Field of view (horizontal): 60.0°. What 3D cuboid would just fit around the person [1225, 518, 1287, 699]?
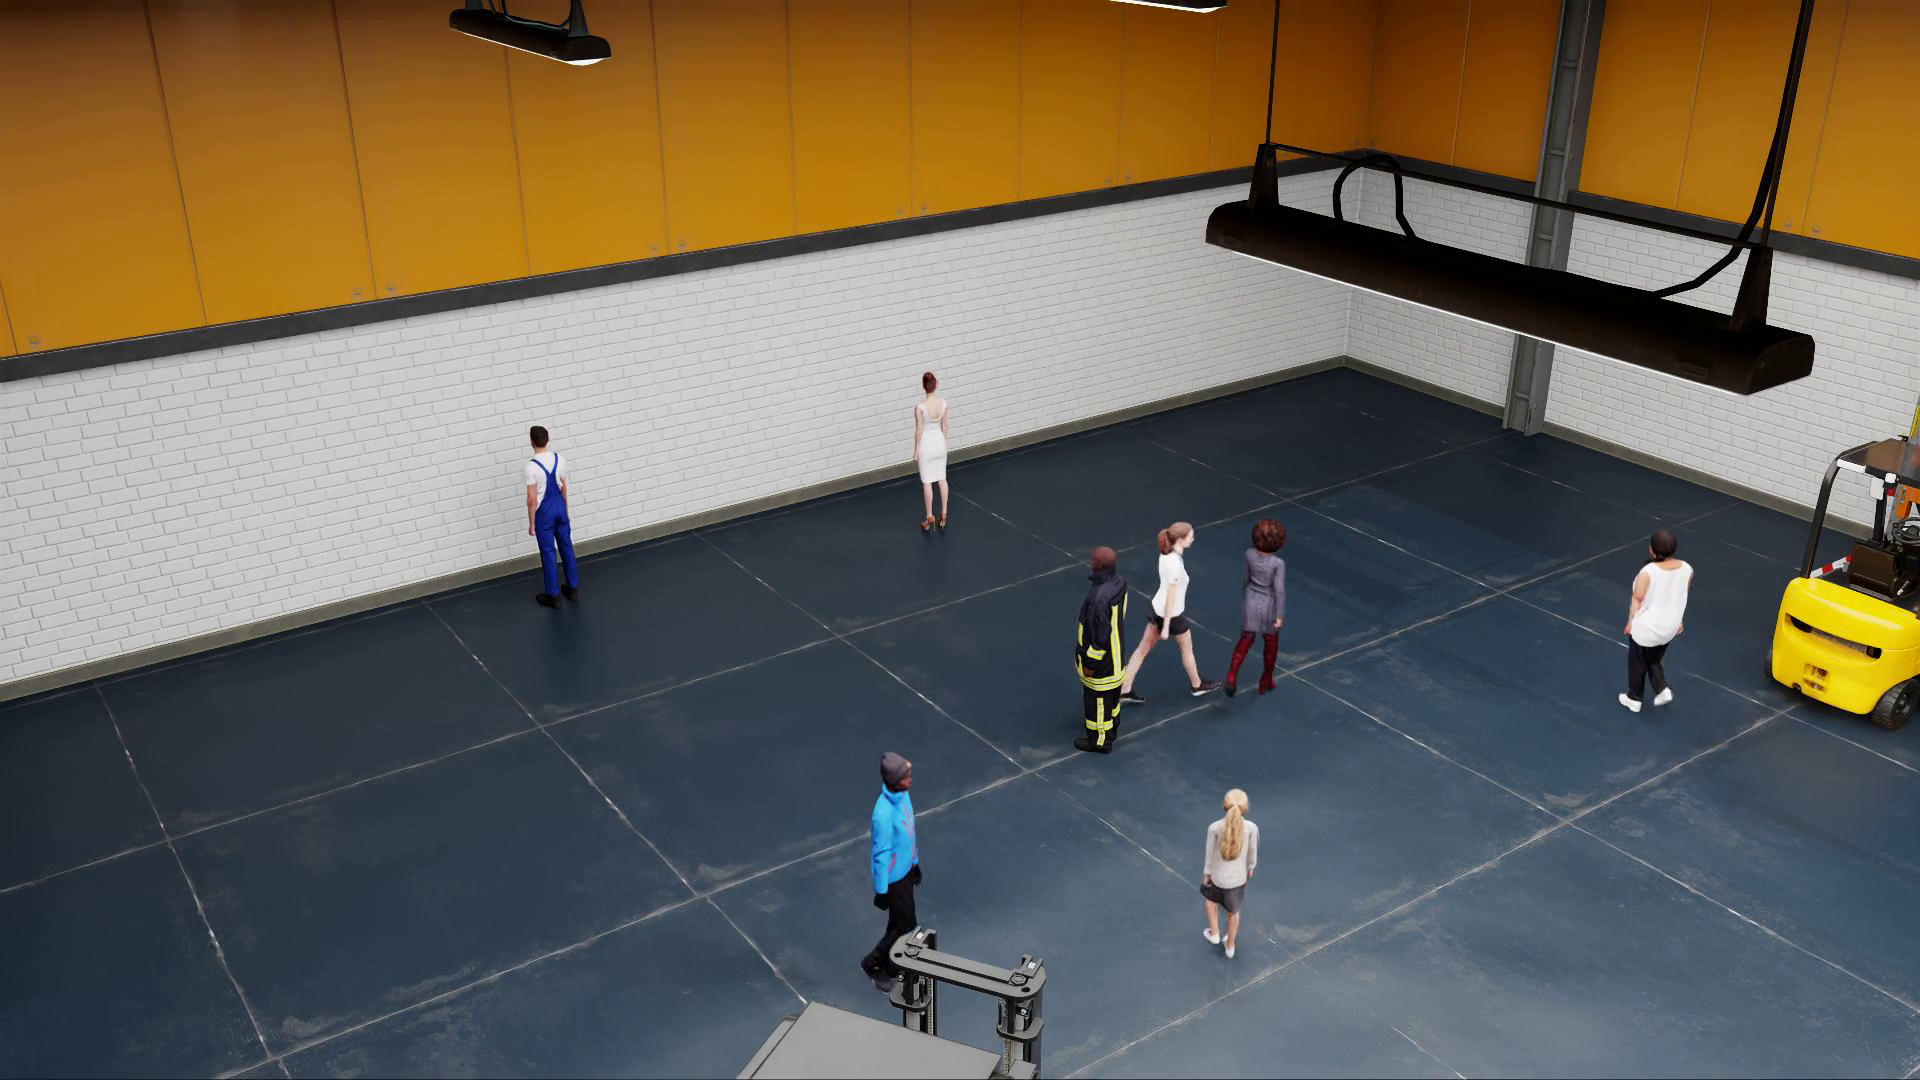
[{"bbox_3d":[2.569,0.637,14.449,0.983,1.692,0.850,18,29,35],"label":"person"}]

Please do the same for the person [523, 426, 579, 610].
[{"bbox_3d":[-4.011,-0.241,16.258,0.631,1.849,0.665,21,31,40],"label":"person"}]

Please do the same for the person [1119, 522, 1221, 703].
[{"bbox_3d":[1.694,0.680,14.343,0.929,1.696,1.185,-6,24,-14],"label":"person"}]

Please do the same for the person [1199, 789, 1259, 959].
[{"bbox_3d":[1.821,2.274,11.234,0.636,1.265,0.689,0,24,-1],"label":"person"}]

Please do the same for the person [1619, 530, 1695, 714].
[{"bbox_3d":[5.972,0.729,14.255,0.755,1.677,0.793,-7,25,-15],"label":"person"}]

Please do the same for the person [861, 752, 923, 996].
[{"bbox_3d":[-0.509,2.161,10.844,0.822,1.785,0.763,5,24,11],"label":"person"}]

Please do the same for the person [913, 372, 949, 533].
[{"bbox_3d":[-0.305,-0.956,17.962,0.590,1.797,0.507,-13,27,-28],"label":"person"}]

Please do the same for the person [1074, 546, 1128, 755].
[{"bbox_3d":[1.186,0.879,13.729,0.863,1.823,0.858,11,26,23],"label":"person"}]
